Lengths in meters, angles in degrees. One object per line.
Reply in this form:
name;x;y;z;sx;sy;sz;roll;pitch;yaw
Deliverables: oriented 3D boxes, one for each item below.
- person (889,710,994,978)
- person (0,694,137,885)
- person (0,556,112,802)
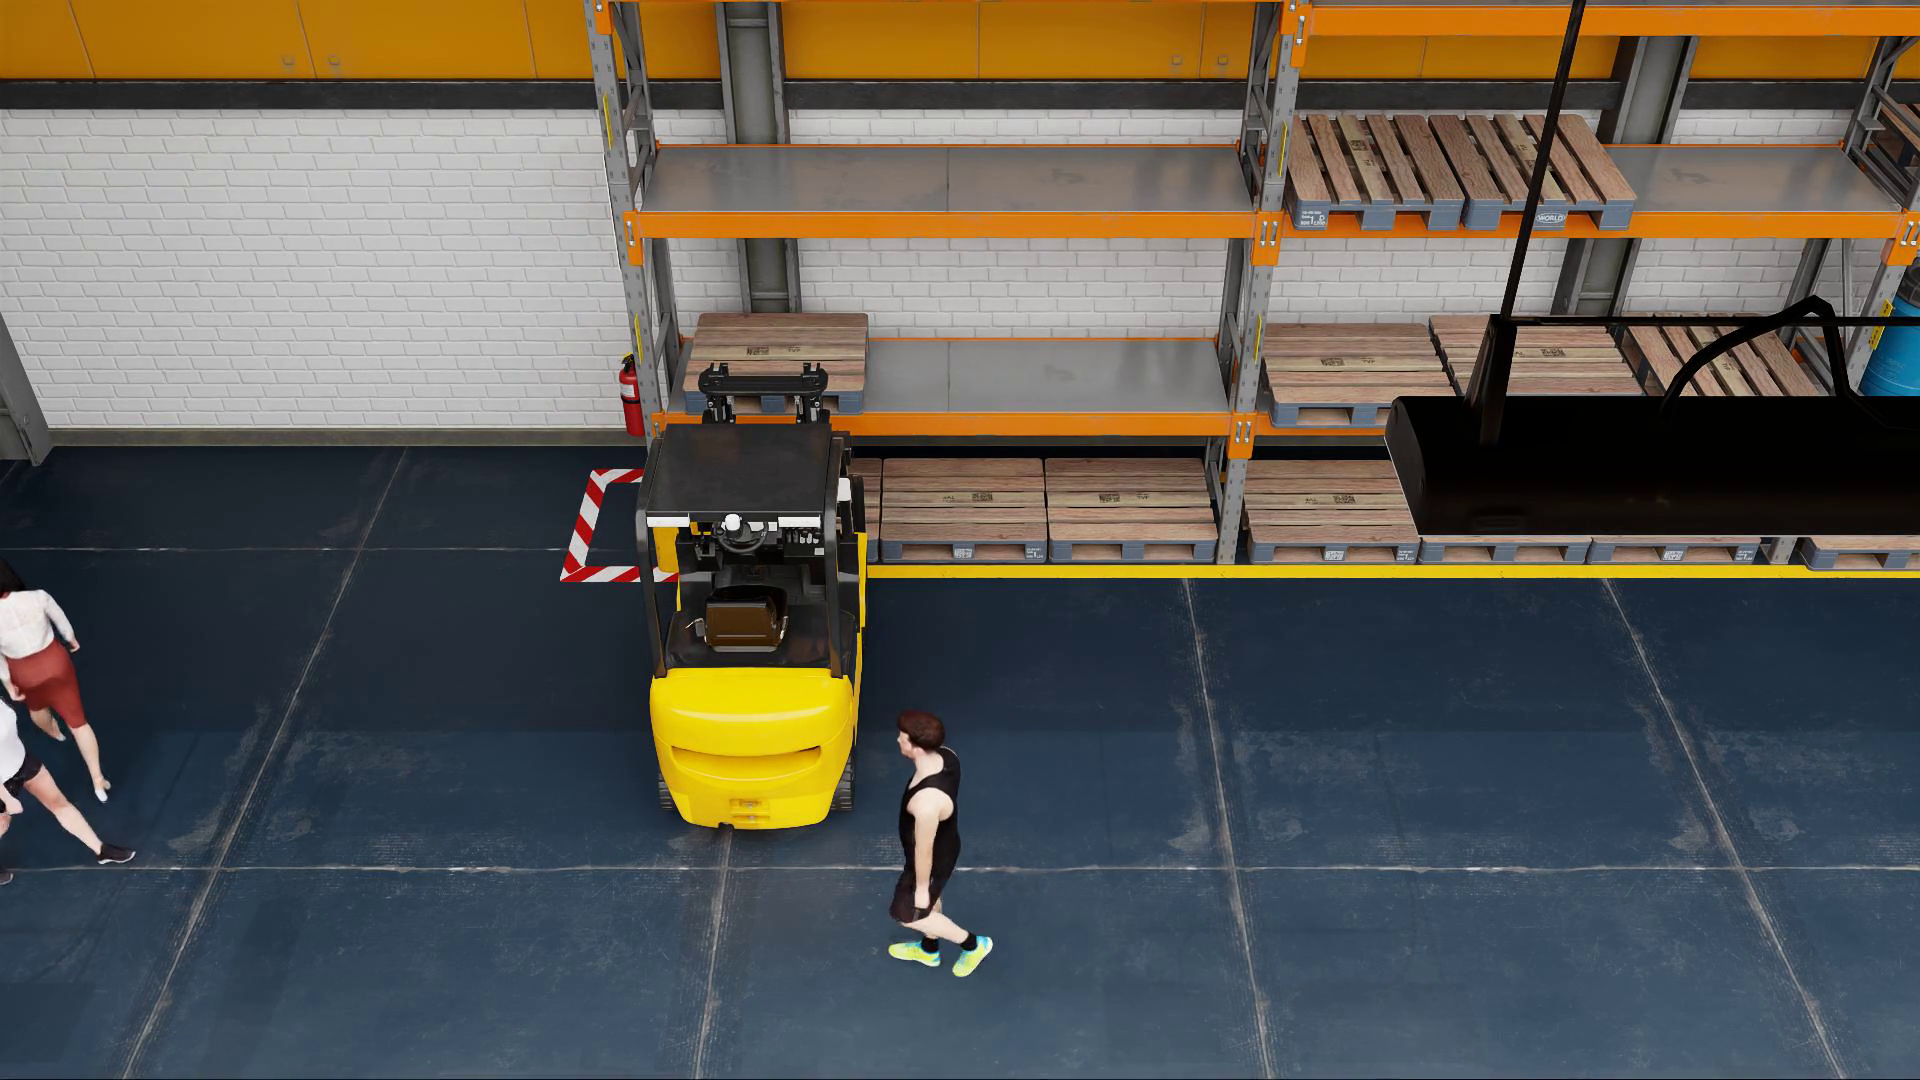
person;-0.081;1.640;8.677;0.840;1.880;0.751;3;39;4
person;-5.391;1.322;9.218;1.191;1.702;0.683;-7;39;-8
person;-5.363;0.855;9.795;1.092;1.711;1.057;-23;44;-26
